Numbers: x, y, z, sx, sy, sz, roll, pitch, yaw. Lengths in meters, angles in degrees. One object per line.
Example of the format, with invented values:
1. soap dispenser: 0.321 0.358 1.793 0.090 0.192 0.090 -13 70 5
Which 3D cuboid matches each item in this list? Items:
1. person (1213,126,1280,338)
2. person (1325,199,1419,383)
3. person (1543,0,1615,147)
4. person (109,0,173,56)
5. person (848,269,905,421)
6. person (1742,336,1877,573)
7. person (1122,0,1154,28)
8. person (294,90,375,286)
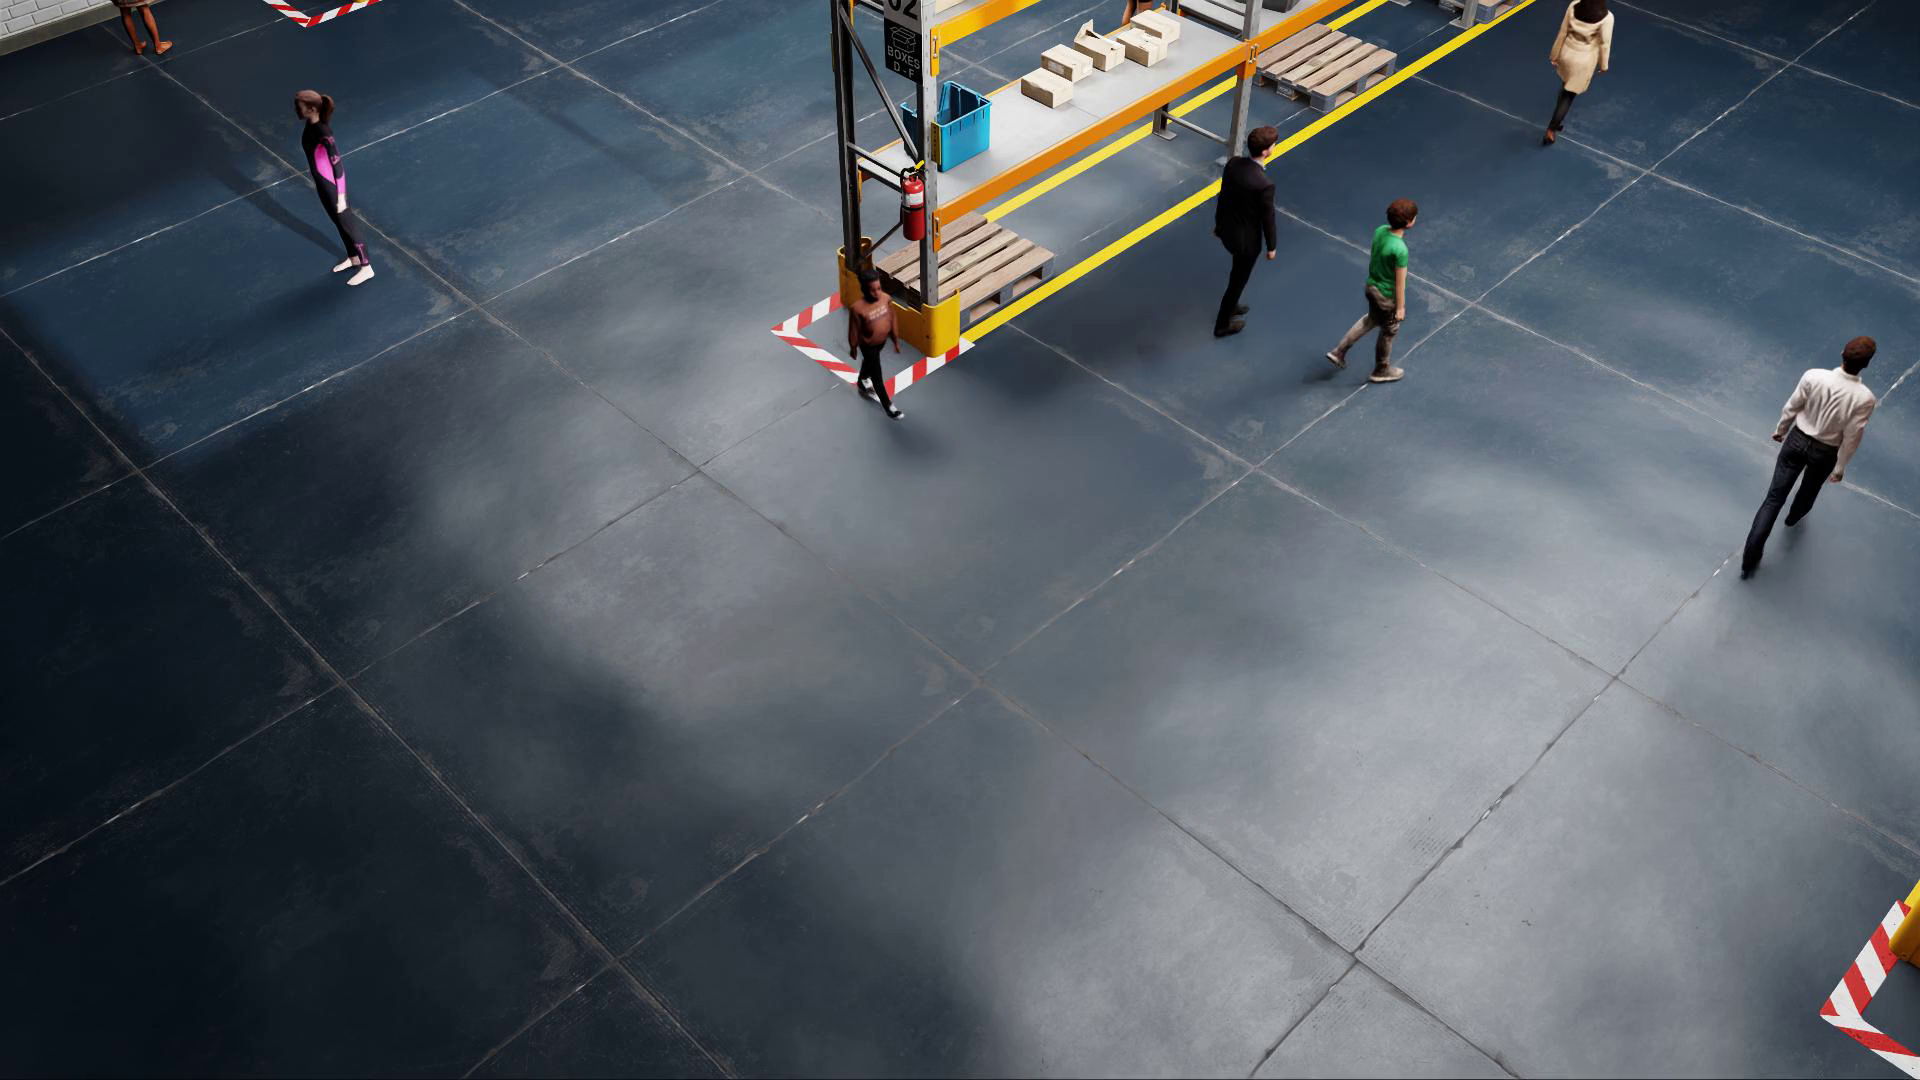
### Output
1. person: 2.175 -2.397 13.180 0.791 1.867 0.796 -24 48 -23
2. person: 3.211 -1.890 12.814 1.003 1.638 0.874 -10 45 -10
3. person: 5.676 -4.398 15.426 0.663 1.666 0.653 -33 53 -30
4. person: -8.482 -5.718 16.827 0.718 1.645 0.762 2 44 2
5. person: -0.699 -1.562 12.774 0.849 1.219 0.673 -27 50 -26
6. person: 5.717 -0.543 11.268 0.757 1.820 1.207 30 51 27
7. person: 1.812 -5.669 16.680 0.611 1.777 0.665 -22 48 -21
8. person: -5.228 -2.949 13.843 0.578 1.752 0.571 -30 51 -28
